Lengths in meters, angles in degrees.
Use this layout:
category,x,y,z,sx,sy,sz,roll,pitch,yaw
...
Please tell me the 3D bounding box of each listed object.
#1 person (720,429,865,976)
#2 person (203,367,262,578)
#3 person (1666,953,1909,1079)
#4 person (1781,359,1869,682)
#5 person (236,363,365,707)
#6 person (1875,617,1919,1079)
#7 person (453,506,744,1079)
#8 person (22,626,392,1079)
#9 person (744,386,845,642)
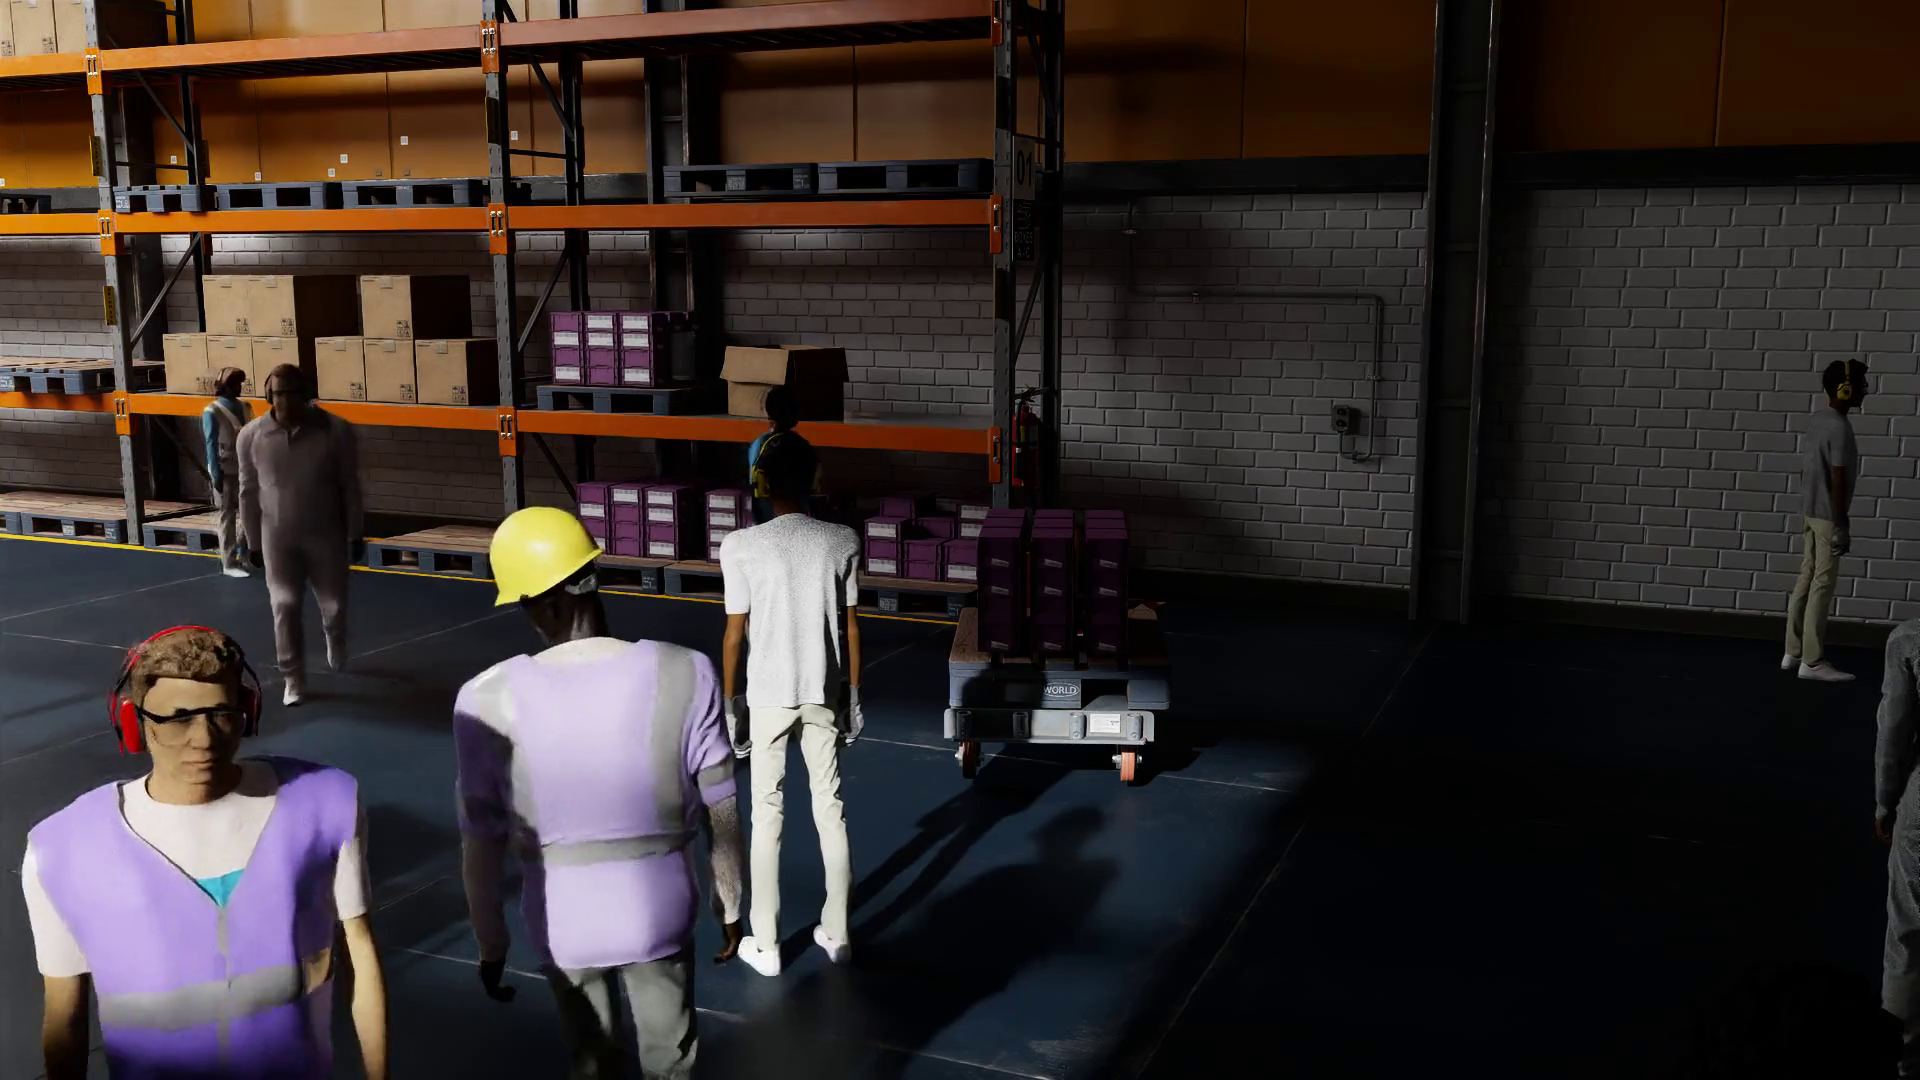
category,x,y,z,sx,sy,sz,roll,pitch,yaw
person,-0.570,0.556,5.692,0.514,1.861,0.316,-4,10,-22
person,-5.551,-0.510,12.748,0.375,1.625,0.546,3,10,17
person,0.868,1.278,1.872,0.371,1.690,0.553,-3,10,-19
person,5.064,-0.119,9.698,0.323,1.870,0.518,1,10,8
person,-3.675,-0.062,9.330,0.655,1.881,0.739,-3,10,-16
person,2.861,0.776,4.716,0.489,1.743,0.322,8,12,39
person,-0.802,0.859,3.784,0.628,1.881,0.419,-2,10,-10
person,-1.372,1.023,3.087,0.571,1.809,0.922,-7,12,-36
person,-1.063,-0.147,10.497,0.858,1.642,0.549,5,11,26
